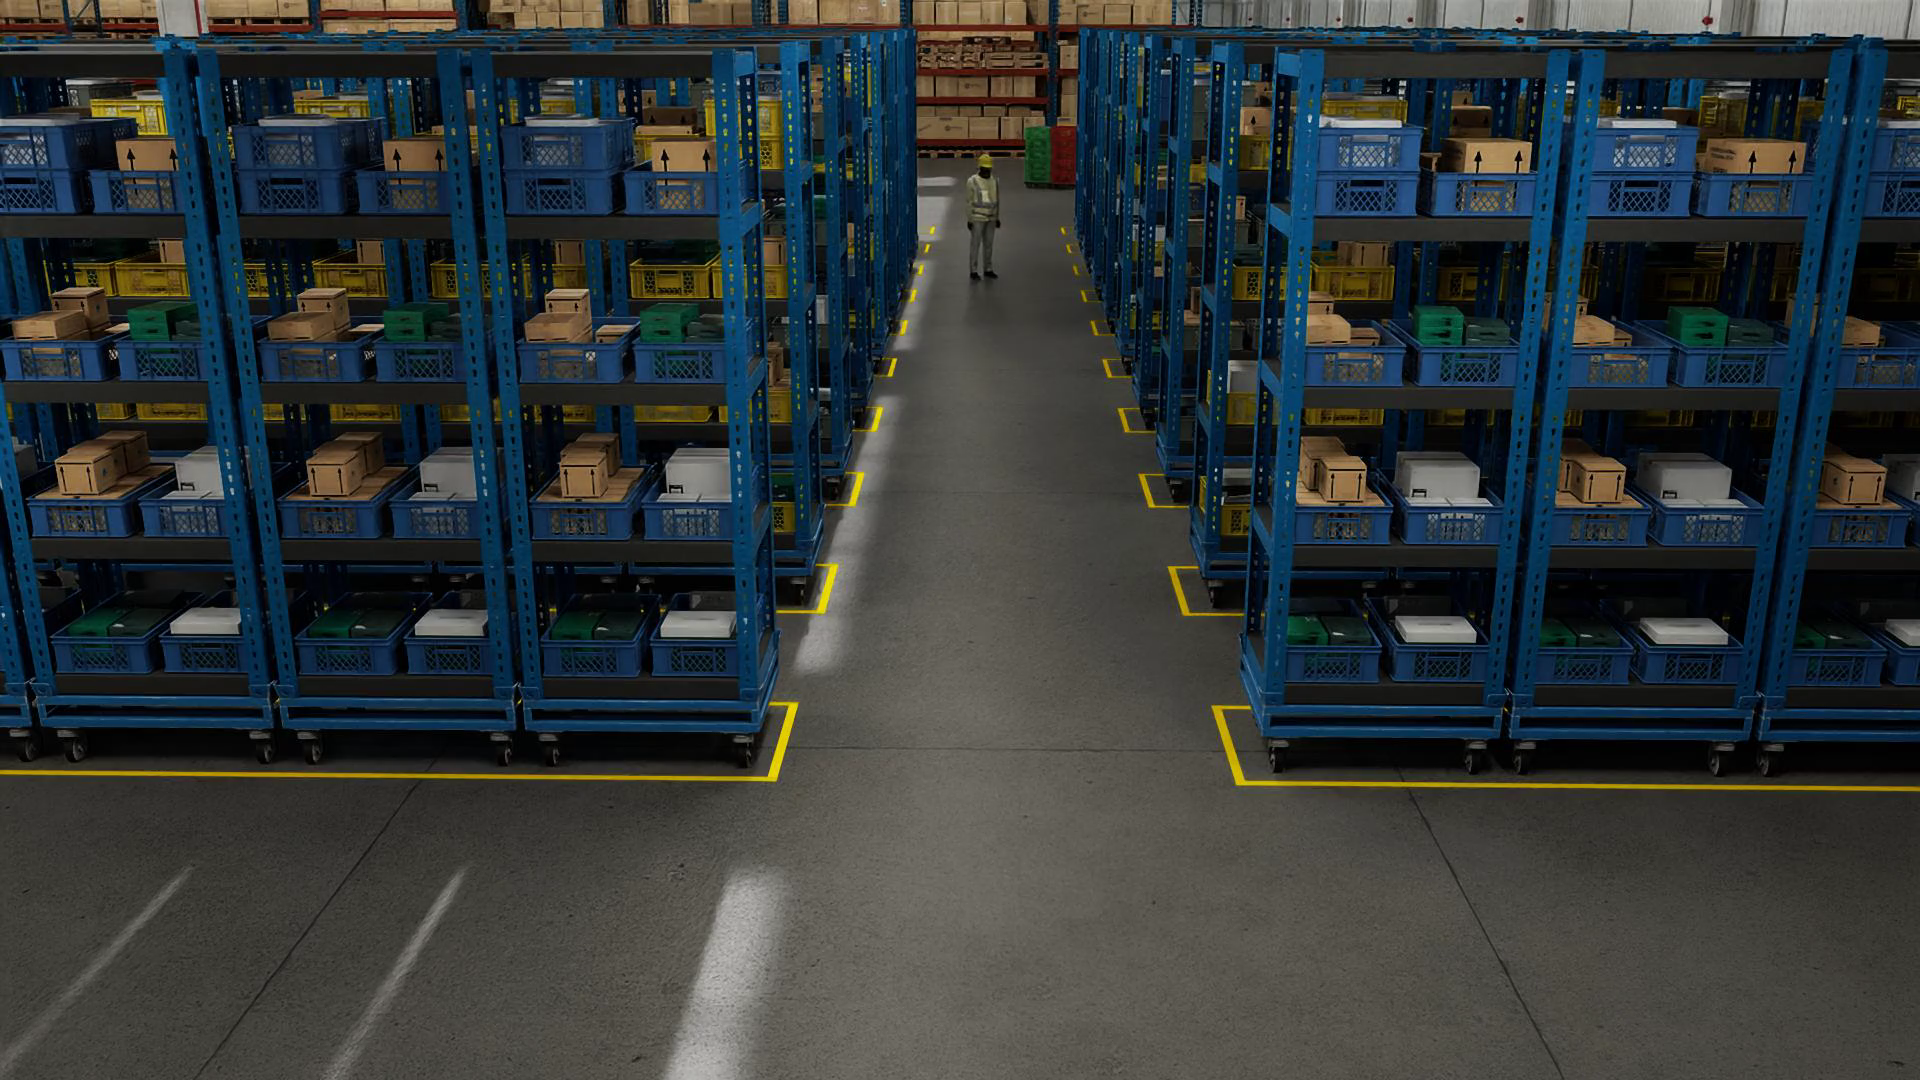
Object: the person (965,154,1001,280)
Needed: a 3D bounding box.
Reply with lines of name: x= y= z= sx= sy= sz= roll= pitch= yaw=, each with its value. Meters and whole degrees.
person: x=0.359 y=-4.767 z=24.559 sx=0.595 sy=1.828 sz=0.403 roll=-12 pitch=21 yaw=-33
